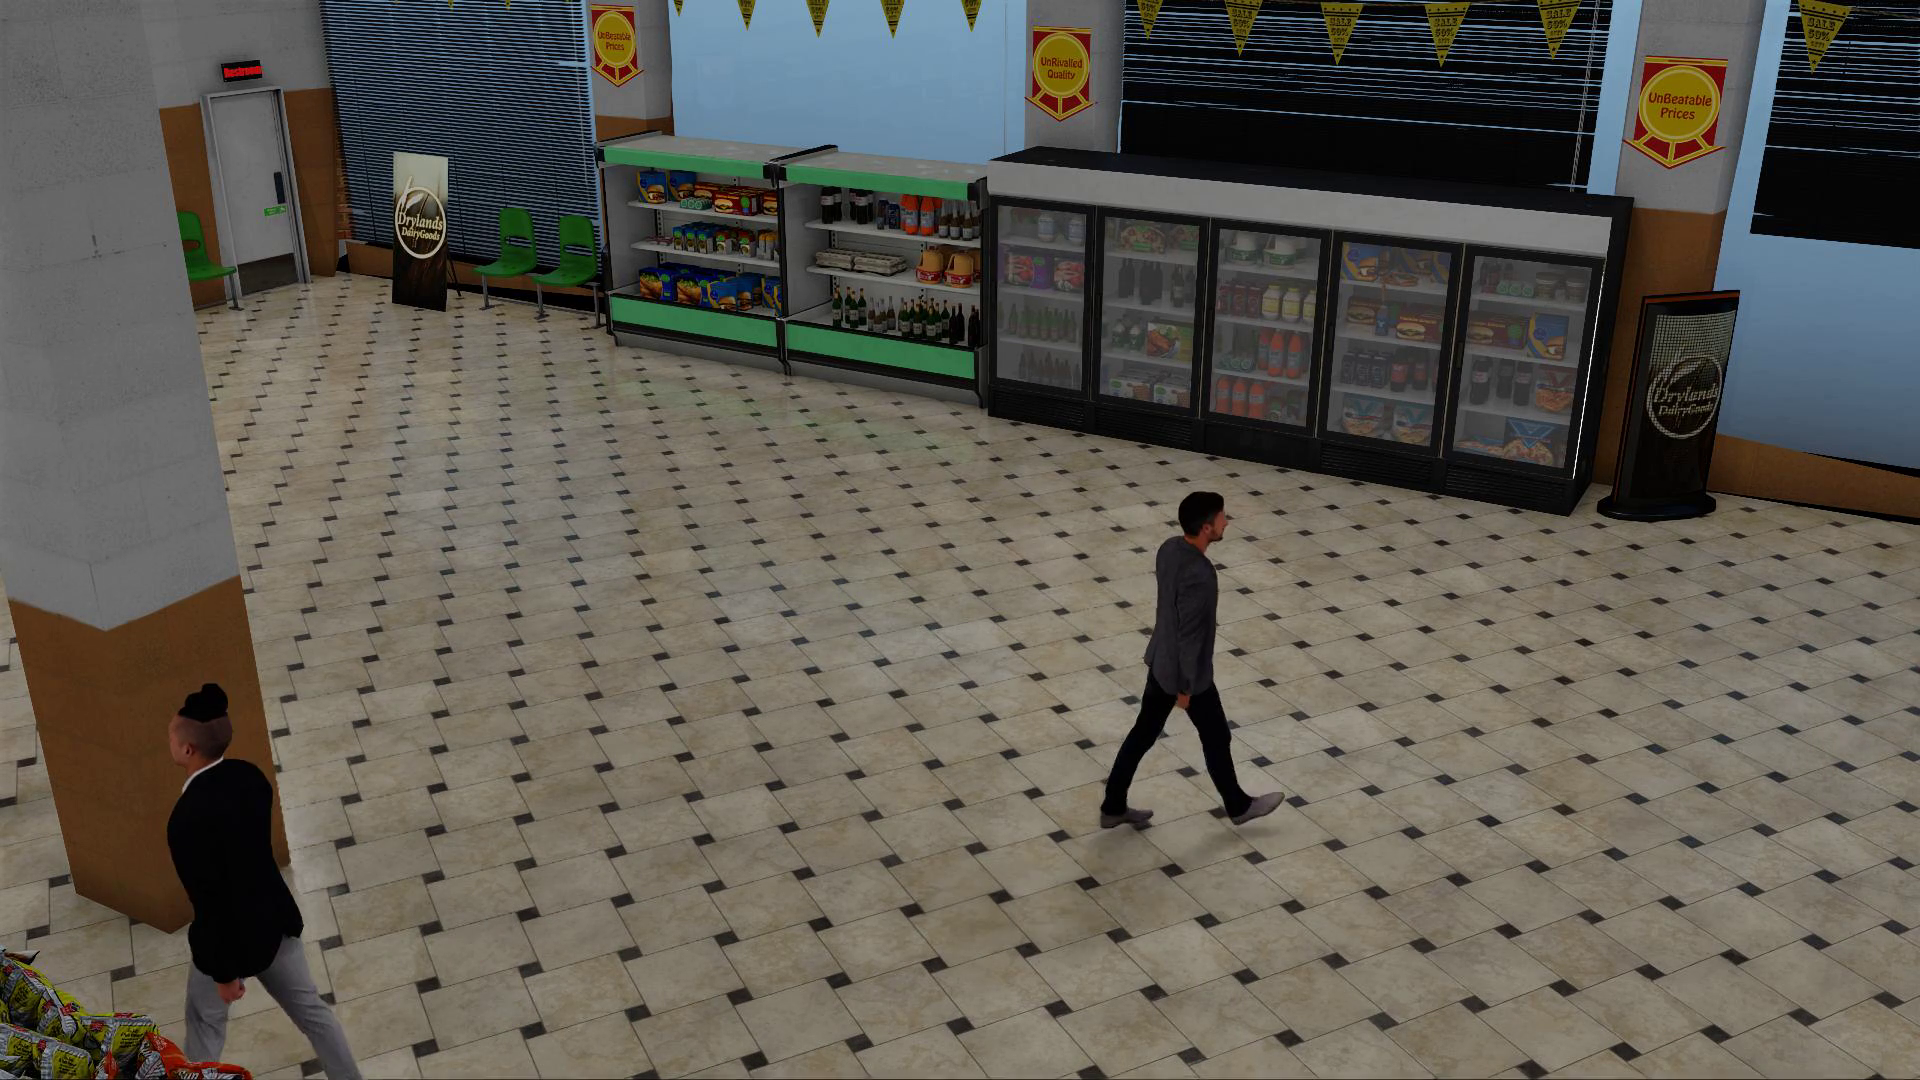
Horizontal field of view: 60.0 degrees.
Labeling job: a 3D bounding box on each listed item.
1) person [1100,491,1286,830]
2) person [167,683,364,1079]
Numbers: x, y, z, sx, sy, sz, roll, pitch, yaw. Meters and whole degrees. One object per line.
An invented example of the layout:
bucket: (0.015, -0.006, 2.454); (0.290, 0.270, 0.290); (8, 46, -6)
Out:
person: (1.016, 0.660, 8.227); (1.258, 1.821, 1.211); (-6, 23, -15)
person: (-2.553, 1.447, 6.162); (1.290, 1.900, 1.014); (3, 22, 8)
